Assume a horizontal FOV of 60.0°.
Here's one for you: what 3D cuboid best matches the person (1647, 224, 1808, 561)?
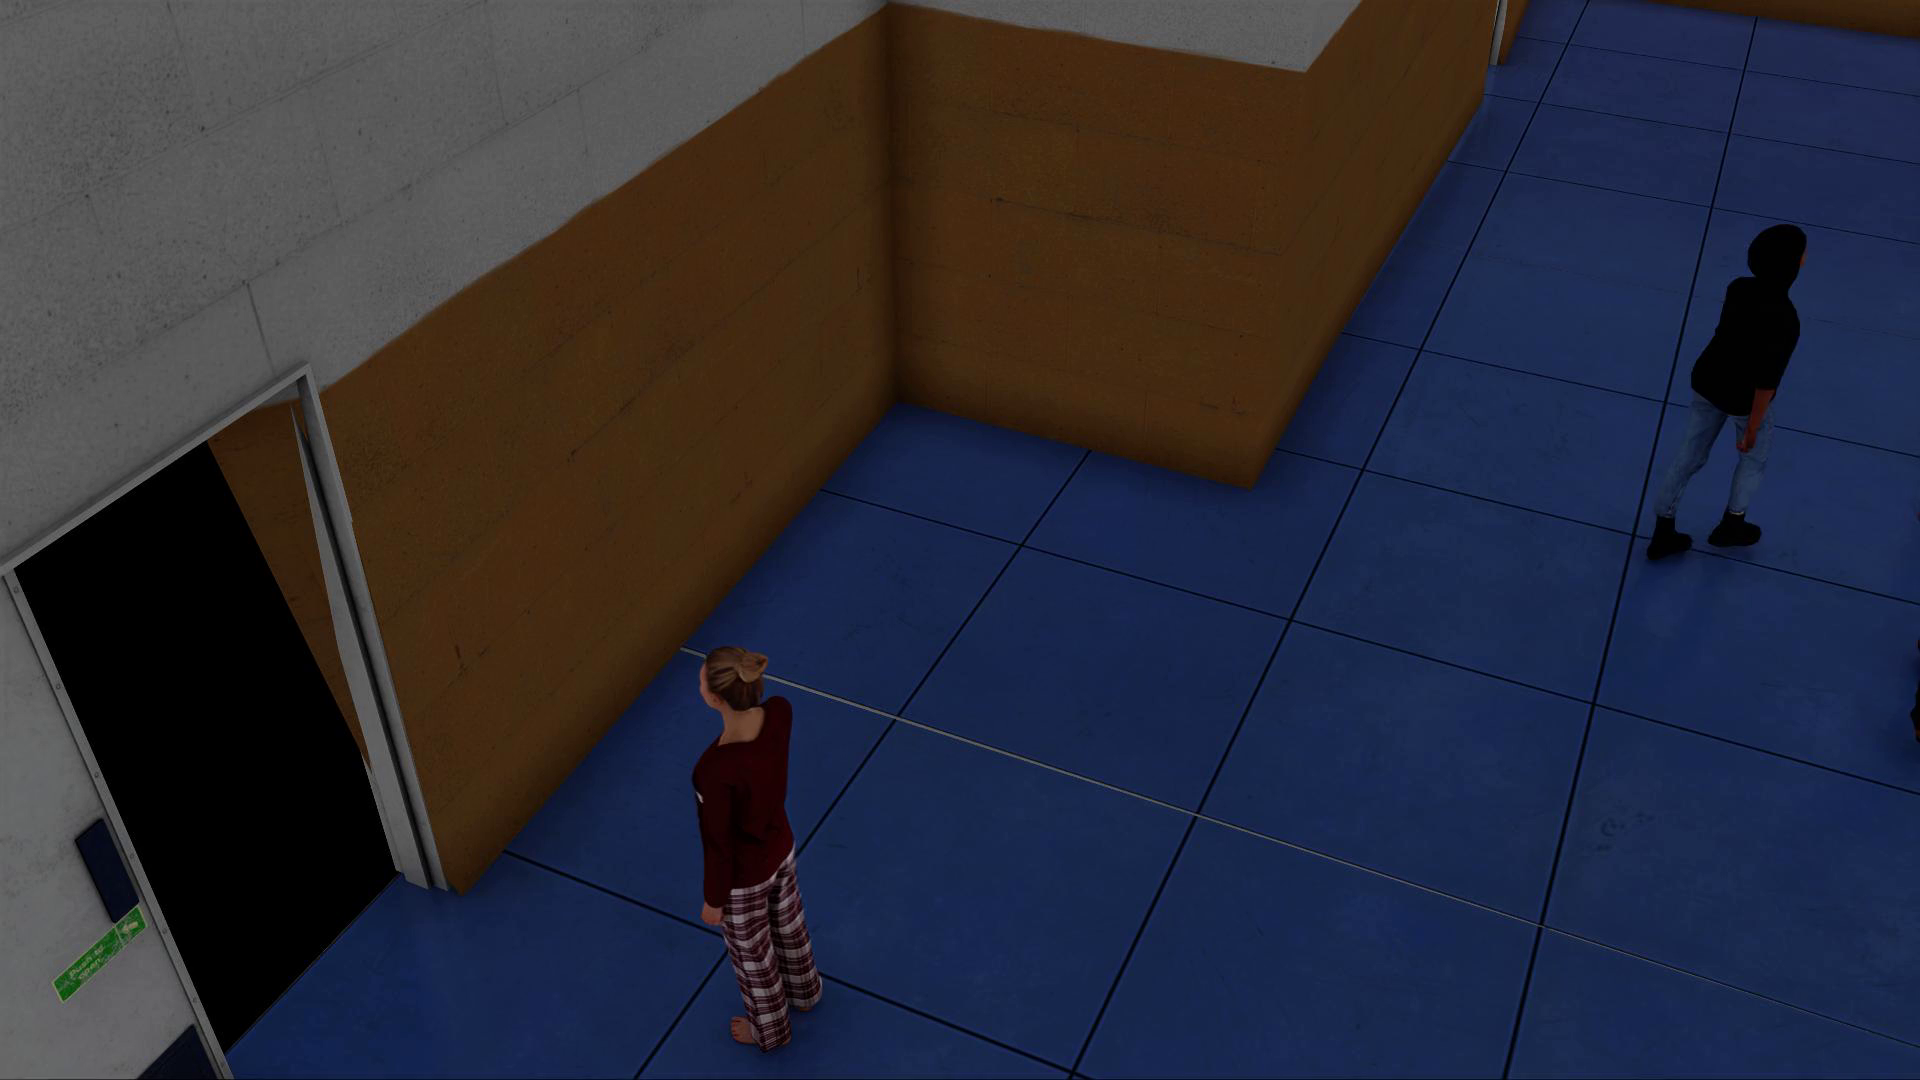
[{"bbox_3d":[3.381,-0.592,7.451,0.910,1.674,0.875,-16,40,-20],"label":"person"}]

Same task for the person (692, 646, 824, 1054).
[{"bbox_3d":[-0.666,0.996,5.314,0.486,1.700,0.619,16,40,20],"label":"person"}]
